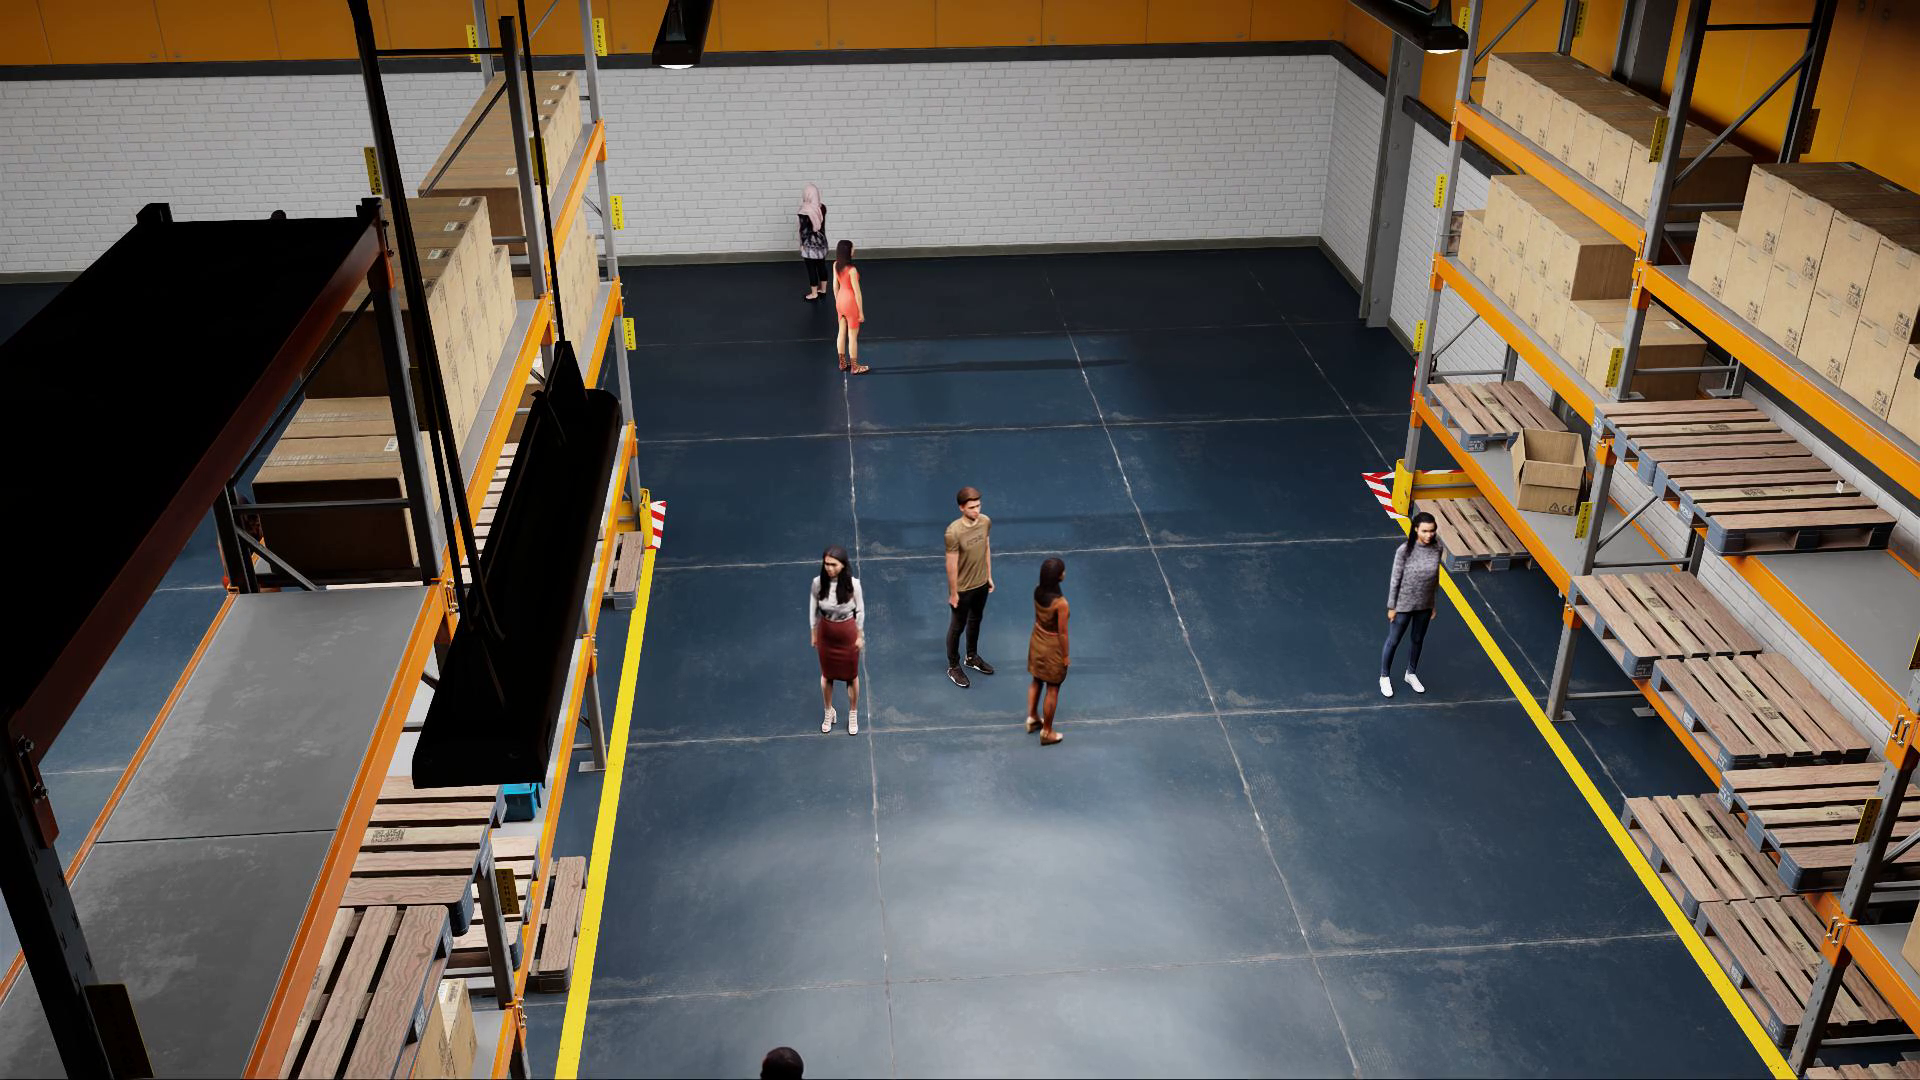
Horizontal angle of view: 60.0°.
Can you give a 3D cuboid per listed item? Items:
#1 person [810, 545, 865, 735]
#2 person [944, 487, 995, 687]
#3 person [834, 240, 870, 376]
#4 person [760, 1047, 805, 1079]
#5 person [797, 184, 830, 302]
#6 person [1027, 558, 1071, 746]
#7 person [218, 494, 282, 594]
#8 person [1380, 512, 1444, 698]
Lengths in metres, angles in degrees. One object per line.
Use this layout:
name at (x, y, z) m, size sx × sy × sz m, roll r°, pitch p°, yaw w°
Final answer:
person at (-1.010, 0.828, 13.759) m, size 0.647 × 1.751 × 0.587 m, roll 4°, pitch 29°, yaw 7°
person at (0.075, 0.370, 14.493) m, size 0.747 × 1.852 × 0.781 m, roll -25°, pitch 37°, yaw -38°
person at (-1.387, -2.892, 20.612) m, size 0.657 × 1.719 × 0.726 m, roll 24°, pitch 37°, yaw 37°
person at (-0.914, 3.411, 8.978) m, size 0.663 × 1.795 × 0.513 m, roll -5°, pitch 29°, yaw -9°
person at (-2.012, -4.111, 22.931) m, size 0.811 × 1.638 × 0.746 m, roll 20°, pitch 35°, yaw 32°
person at (0.738, 0.902, 13.694) m, size 0.695 × 1.683 × 0.584 m, roll -17°, pitch 33°, yaw -28°
person at (-6.198, 0.368, 14.637) m, size 0.759 × 1.719 × 0.720 m, roll -13°, pitch 31°, yaw -22°
person at (3.899, 0.531, 14.323) m, size 0.632 × 1.733 × 0.555 m, roll -6°, pitch 29°, yaw -11°
